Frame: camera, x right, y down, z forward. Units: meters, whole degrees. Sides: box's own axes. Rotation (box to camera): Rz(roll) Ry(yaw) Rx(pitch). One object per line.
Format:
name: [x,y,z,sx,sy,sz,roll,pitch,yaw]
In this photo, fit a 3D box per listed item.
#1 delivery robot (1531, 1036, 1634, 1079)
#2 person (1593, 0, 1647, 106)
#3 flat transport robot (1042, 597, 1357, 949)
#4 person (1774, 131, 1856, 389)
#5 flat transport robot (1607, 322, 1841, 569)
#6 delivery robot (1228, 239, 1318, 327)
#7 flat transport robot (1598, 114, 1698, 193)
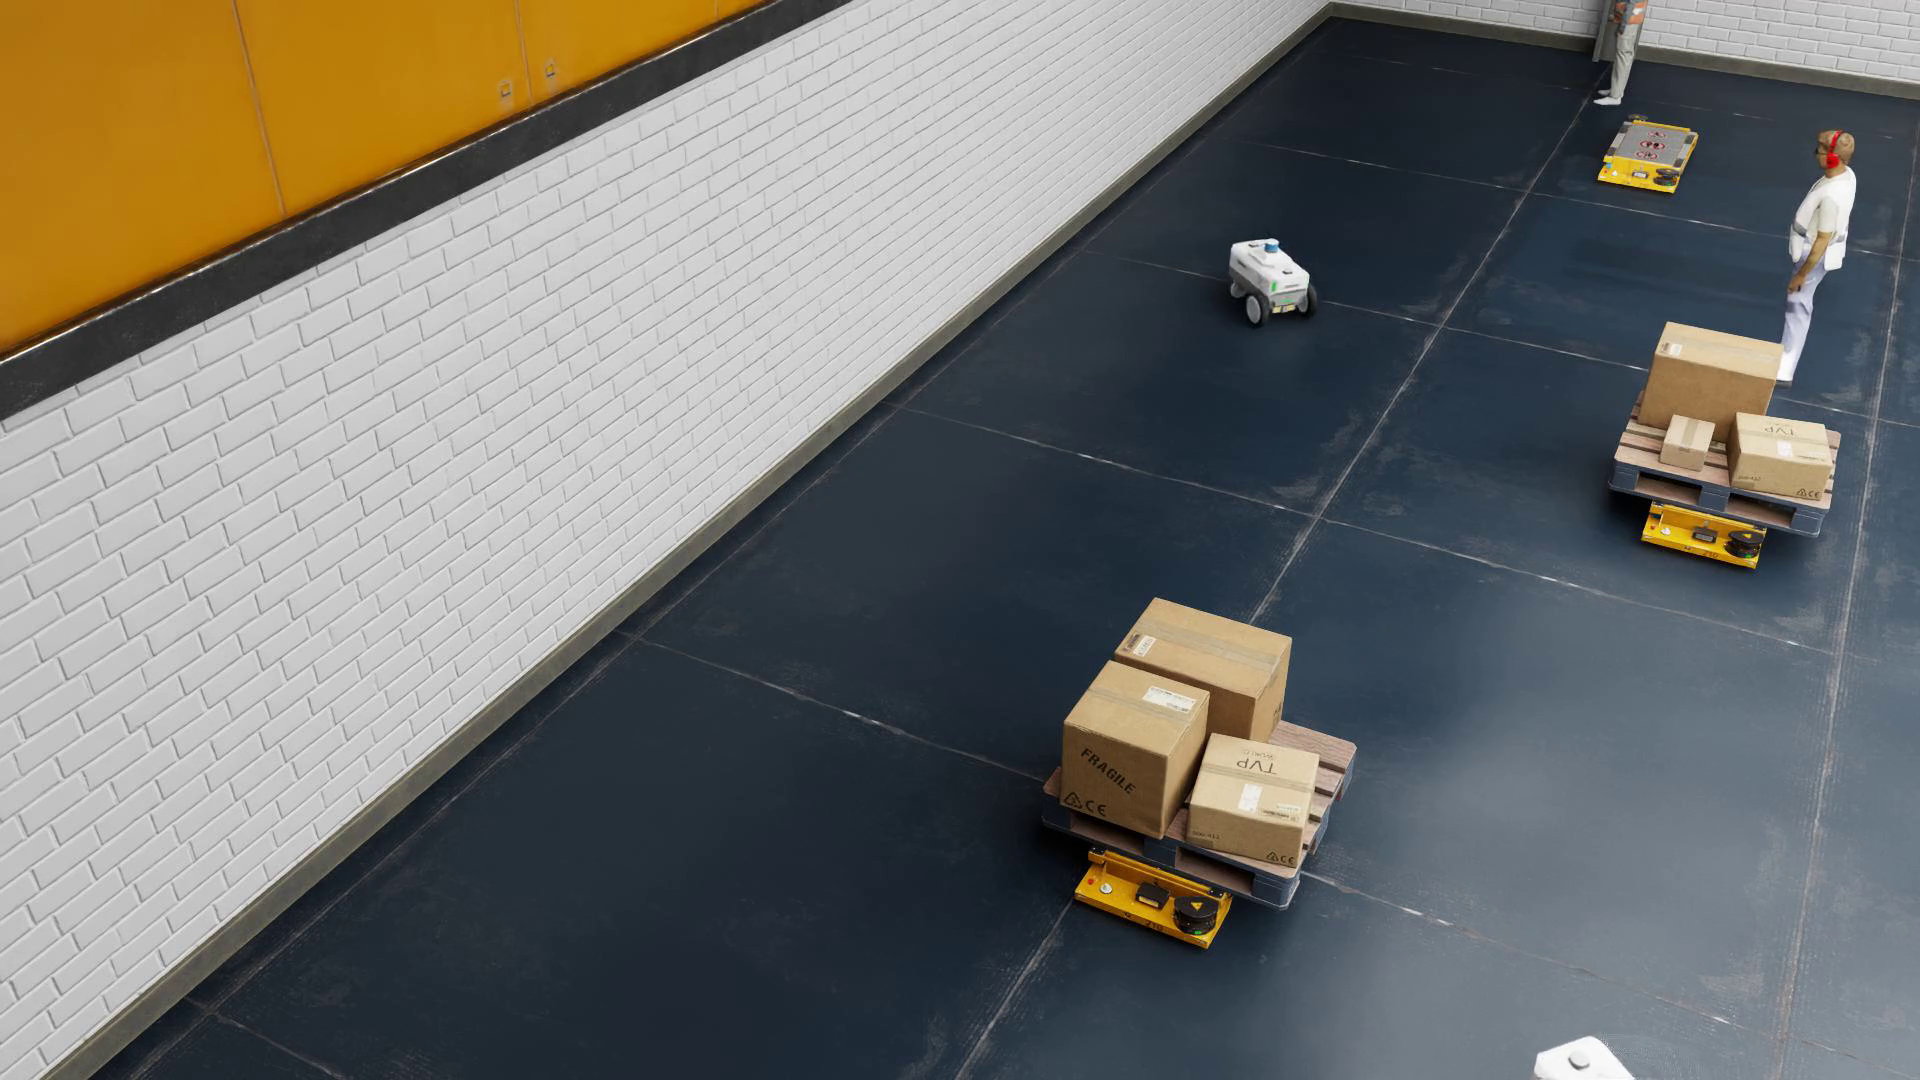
delivery robot: [2.505,2.309,6.303,0.511,0.613,0.784,-12,36,-17]
person: [6.555,-5.099,16.333,0.309,1.639,0.514,17,37,23]
flat transport robot: [1.147,1.328,8.002,0.659,0.231,1.431,17,37,23]
person: [5.832,-1.904,11.405,0.389,1.836,0.562,17,37,23]
flat transport robot: [4.755,-0.320,10.454,0.659,0.231,1.431,17,37,23]
delivery robot: [2.369,-1.978,12.680,0.511,0.613,0.784,-12,36,-17]
flat transport robot: [6.331,-3.546,15.253,0.659,0.231,1.431,17,37,23]
